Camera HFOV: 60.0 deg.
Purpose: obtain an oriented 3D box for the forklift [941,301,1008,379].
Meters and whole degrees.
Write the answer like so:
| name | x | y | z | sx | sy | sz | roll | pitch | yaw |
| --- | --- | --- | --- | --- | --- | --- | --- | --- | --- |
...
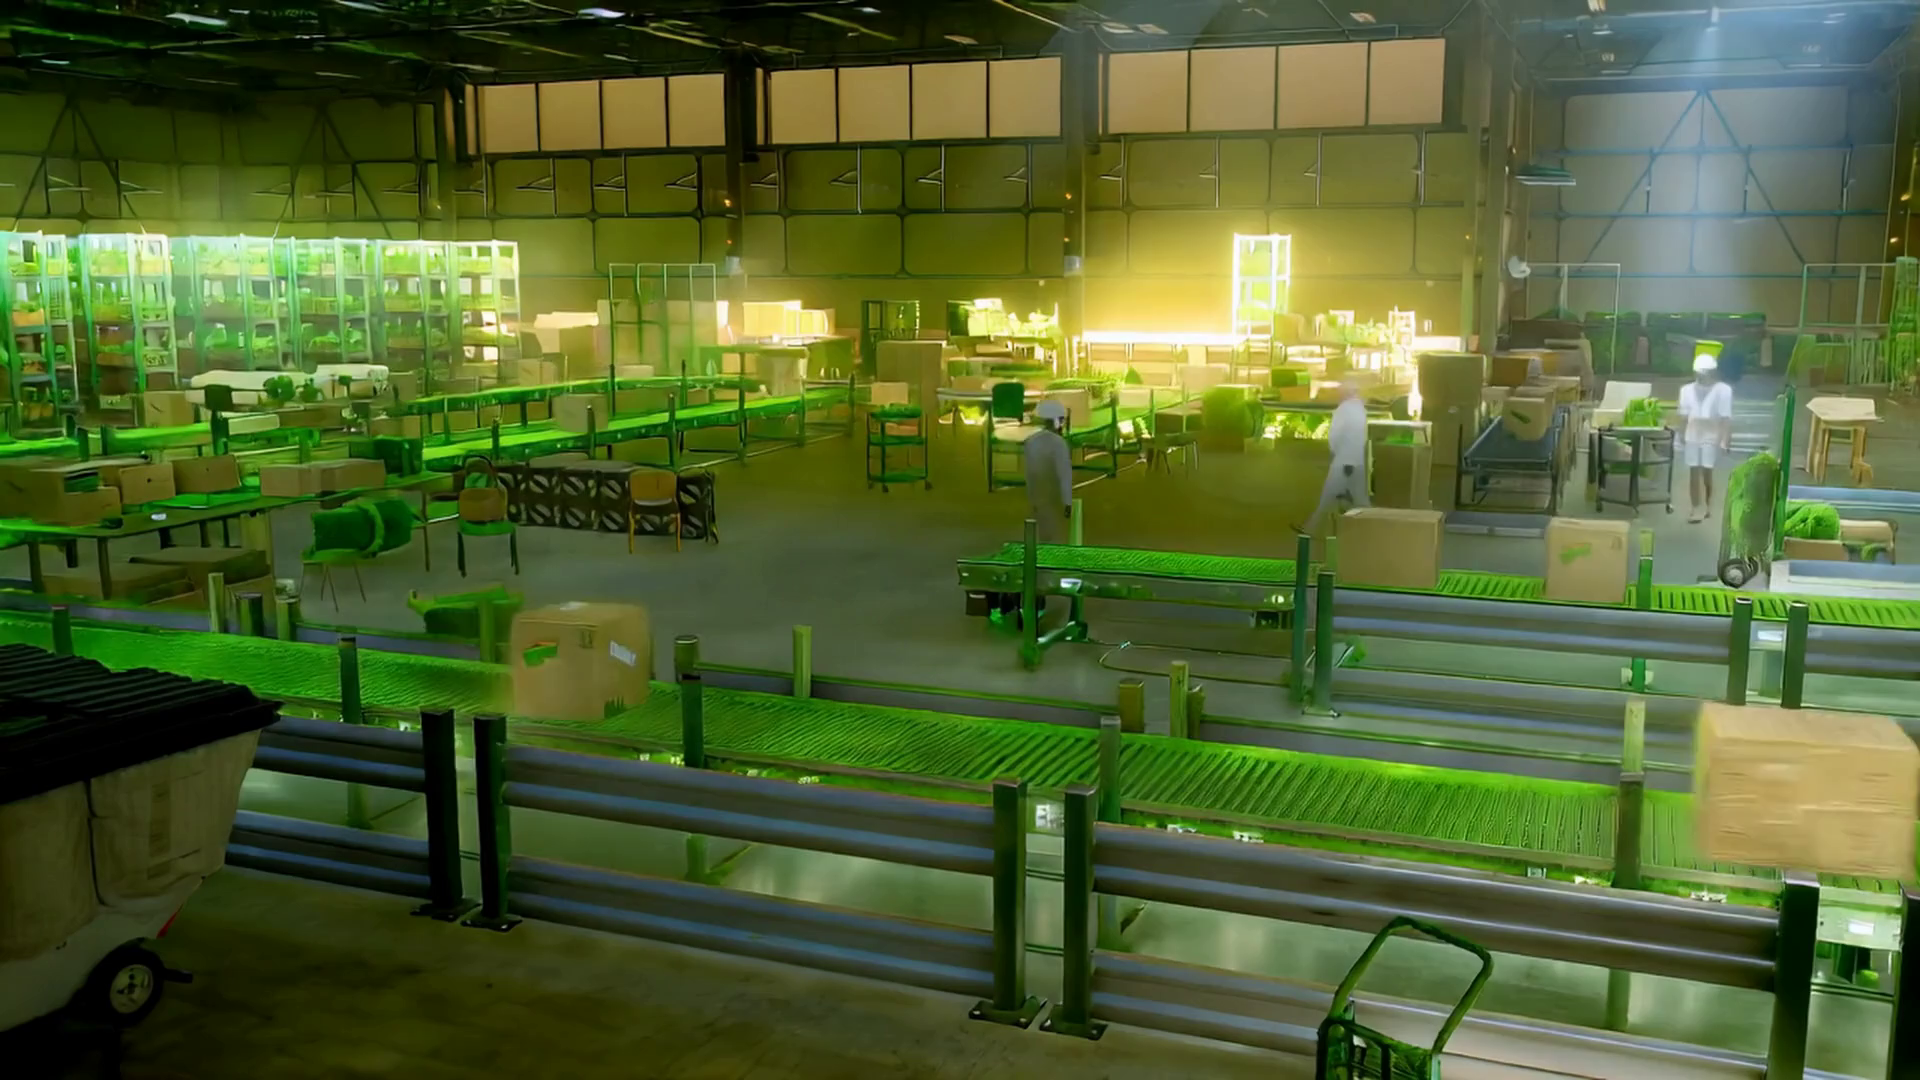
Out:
| name | x | y | z | sx | sy | sz | roll | pitch | yaw |
| --- | --- | --- | --- | --- | --- | --- | --- | --- | --- |
| forklift | 0.365 | -4.966 | 41.571 | 1.157 | 1.987 | 2.680 | 3 | 10 | 20 |

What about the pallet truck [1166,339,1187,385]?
| name | x | y | z | sx | sy | sz | roll | pitch | yaw |
| --- | --- | --- | --- | --- | --- | --- | --- | --- | --- |
| pallet truck | 5.418 | -4.269 | 40.420 | 0.704 | 1.261 | 1.522 | 3 | 10 | 20 |

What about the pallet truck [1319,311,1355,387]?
| name | x | y | z | sx | sy | sz | roll | pitch | yaw |
| --- | --- | --- | --- | --- | --- | --- | --- | --- | --- |
| pallet truck | 9.071 | -4.419 | 39.190 | 0.823 | 1.965 | 1.885 | 5 | 10 | 26 |

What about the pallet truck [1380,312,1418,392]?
| name | x | y | z | sx | sy | sz | roll | pitch | yaw |
| --- | --- | --- | --- | --- | --- | --- | --- | --- | --- |
| pallet truck | 10.207 | -4.283 | 38.369 | 0.823 | 1.965 | 1.885 | 3 | 10 | 20 |

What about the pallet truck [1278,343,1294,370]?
| name | x | y | z | sx | sy | sz | roll | pitch | yaw |
| --- | --- | --- | --- | --- | --- | --- | --- | --- | --- |
| pallet truck | 7.886 | -4.163 | 39.743 | 0.653 | 1.274 | 1.630 | 4 | 10 | 22 |

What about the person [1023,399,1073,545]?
| name | x | y | z | sx | sy | sz | roll | pitch | yaw |
| --- | --- | --- | --- | --- | --- | --- | --- | --- | --- |
| person | 0.789 | -0.386 | 15.304 | 0.519 | 1.812 | 0.608 | -6 | 11 | -33 |

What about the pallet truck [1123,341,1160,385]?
| name | x | y | z | sx | sy | sz | roll | pitch | yaw |
| --- | --- | --- | --- | --- | --- | --- | --- | --- | --- |
| pallet truck | 4.445 | -4.380 | 41.279 | 0.680 | 1.201 | 1.601 | 4 | 10 | 22 |

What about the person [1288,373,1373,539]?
| name | x | y | z | sx | sy | sz | roll | pitch | yaw |
| --- | --- | --- | --- | --- | --- | --- | --- | --- | --- |
| person | 4.151 | -0.898 | 18.274 | 0.985 | 1.856 | 0.668 | 5 | 11 | 28 |

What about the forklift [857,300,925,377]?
| name | x | y | z | sx | sy | sz | roll | pitch | yaw |
| --- | --- | --- | --- | --- | --- | --- | --- | --- | --- |
| forklift | -1.732 | -5.109 | 42.468 | 1.157 | 1.987 | 2.680 | 4 | 10 | 22 |

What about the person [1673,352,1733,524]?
| name | x | y | z | sx | sy | sz | roll | pitch | yaw |
| --- | --- | --- | --- | --- | --- | --- | --- | --- | --- |
| person | 8.669 | -1.178 | 19.455 | 0.424 | 2.028 | 0.646 | -9 | 13 | -43 |
